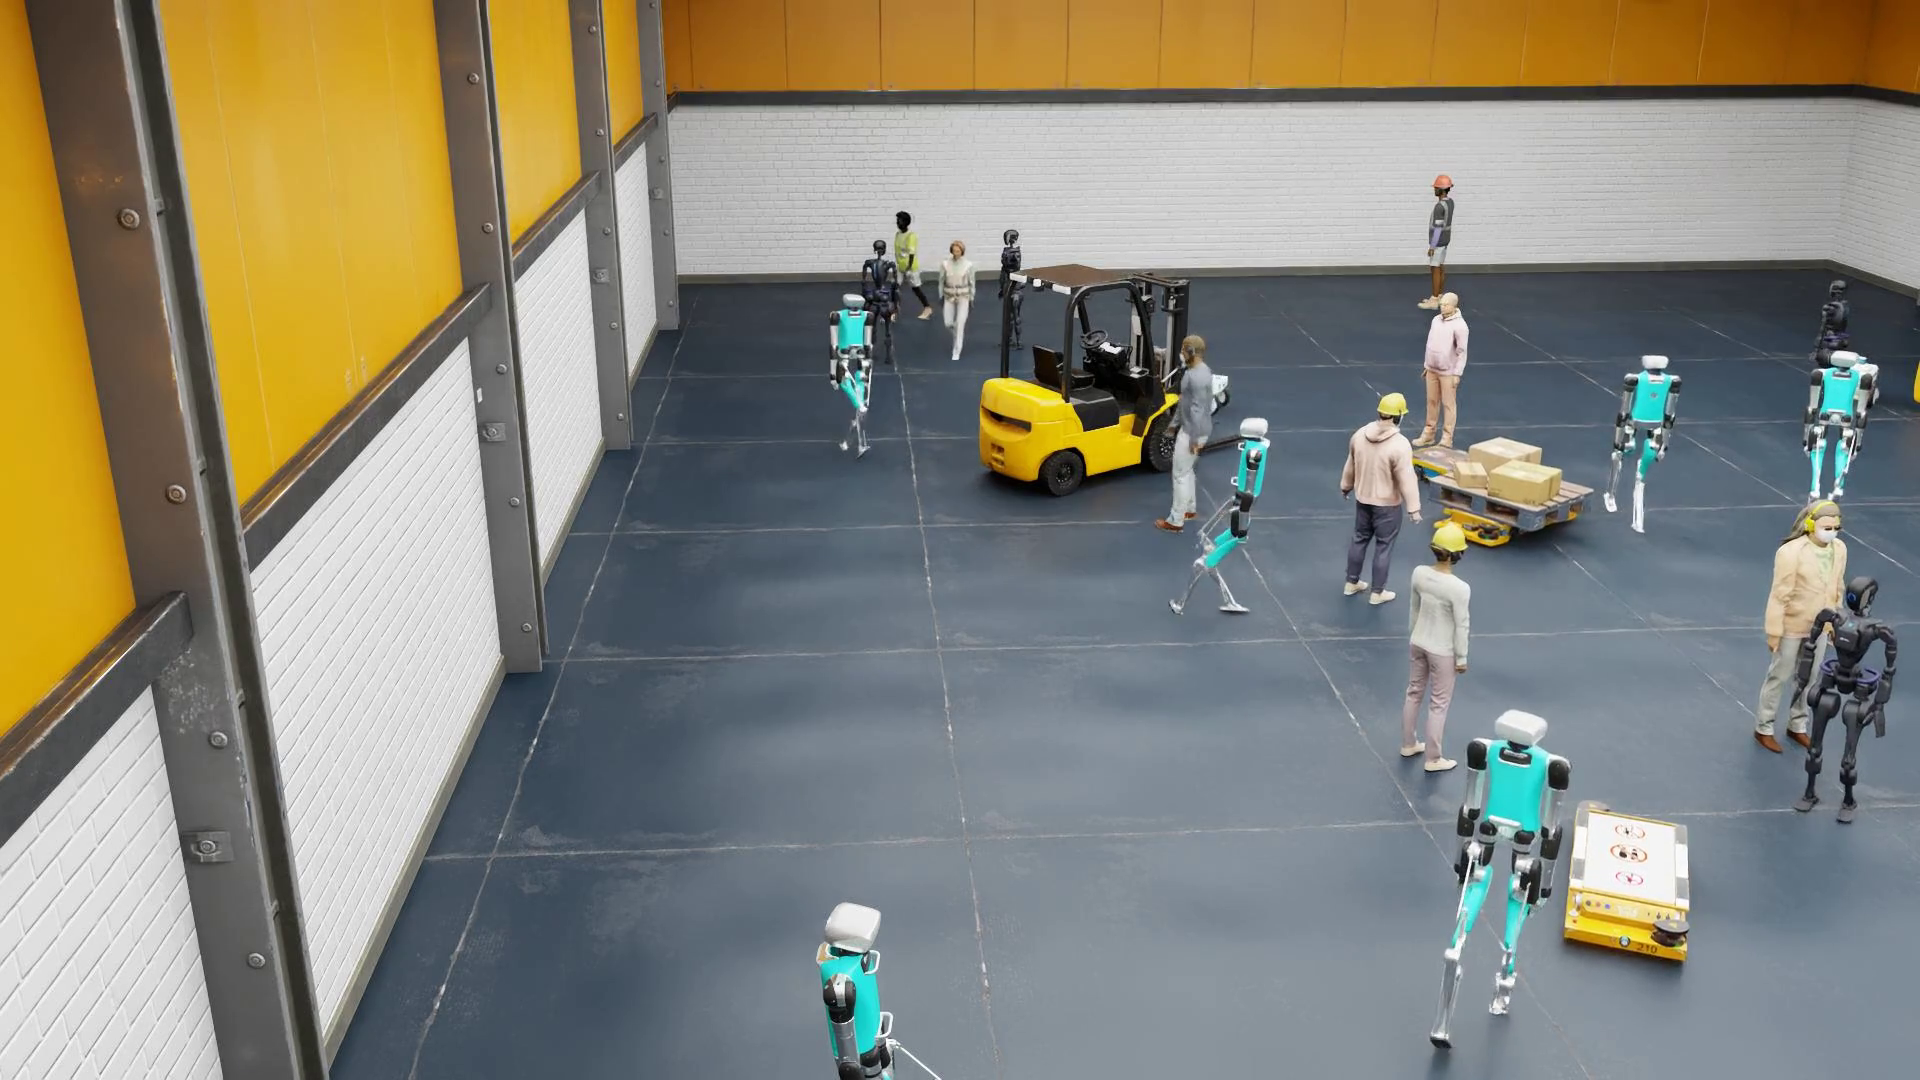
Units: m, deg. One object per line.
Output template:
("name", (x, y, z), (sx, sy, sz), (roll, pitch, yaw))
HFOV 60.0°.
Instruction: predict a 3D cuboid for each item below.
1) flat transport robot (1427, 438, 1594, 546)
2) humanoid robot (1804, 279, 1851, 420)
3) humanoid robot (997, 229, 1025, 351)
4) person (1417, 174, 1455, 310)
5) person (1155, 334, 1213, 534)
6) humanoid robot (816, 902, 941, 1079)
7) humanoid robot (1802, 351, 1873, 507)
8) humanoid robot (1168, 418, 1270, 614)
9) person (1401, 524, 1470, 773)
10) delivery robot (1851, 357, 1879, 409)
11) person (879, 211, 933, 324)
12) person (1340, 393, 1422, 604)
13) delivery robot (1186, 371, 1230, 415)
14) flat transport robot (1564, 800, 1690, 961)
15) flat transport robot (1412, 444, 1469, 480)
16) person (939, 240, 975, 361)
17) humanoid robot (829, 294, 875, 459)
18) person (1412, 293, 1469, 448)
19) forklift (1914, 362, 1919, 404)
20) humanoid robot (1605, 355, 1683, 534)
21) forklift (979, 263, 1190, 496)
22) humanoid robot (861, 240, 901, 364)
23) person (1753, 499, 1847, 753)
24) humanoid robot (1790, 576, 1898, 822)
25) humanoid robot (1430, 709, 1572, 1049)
("flat transport robot", (5.359, -0.240, 16.280), (1.431, 0.231, 0.659), (-15, 25, -35))
("humanoid robot", (10.375, -2.274, 19.801), (0.603, 1.638, 0.355), (-12, 23, -30))
("humanoid robot", (0.717, -3.465, 23.004), (0.315, 1.657, 0.599), (-8, 22, -20))
("person", (7.316, -4.564, 25.493), (0.368, 2.044, 0.607), (11, 23, 28))
("person", (2.210, -1.034, 16.107), (0.462, 1.901, 0.666), (3, 20, 8))
("humanoid robot", (-0.218, 2.302, 7.030), (0.735, 1.677, 0.533), (1, 20, 3))
("humanoid robot", (8.300, -0.816, 15.887), (0.548, 1.906, 0.715), (11, 23, 27))
("humanoid robot", (2.123, -0.149, 13.996), (0.862, 1.838, 0.558), (4, 21, 11))
("person", (3.290, 0.735, 11.464), (0.331, 1.761, 0.526), (-10, 23, -26))
("delivery robot", (11.085, -1.946, 20.533), (0.521, 0.607, 0.778), (14, 24, 33))
("person", (-0.768, -4.048, 24.633), (0.856, 1.655, 0.536), (-13, 24, -32))
("person", (3.588, -0.355, 14.297), (0.434, 1.853, 0.823), (-15, 25, -35))
("delivery robot", (2.904, -1.825, 20.212), (0.785, 0.614, 0.524), (9, 22, 23))
("flat transport robot", (4.047, 2.036, 10.079), (0.659, 0.231, 1.431), (8, 22, 20))
("flat transport robot", (5.297, -0.719, 17.585), (0.659, 0.231, 1.431), (-13, 24, -31))
("person", (-0.030, -3.279, 22.597), (0.511, 1.619, 0.566), (5, 21, 13))
("humanoid robot", (-1.064, -1.771, 18.349), (0.599, 1.753, 0.984), (-10, 22, -26))
("person", (5.396, -1.877, 18.543), (0.397, 1.782, 0.535), (-12, 23, -29))
("forklift", (12.602, -2.435, 19.475), (2.313, 2.155, 1.214), (-1, 20, -4))
("humanoid robot", (6.616, -1.006, 16.312), (0.533, 1.784, 1.003), (2, 20, 5))
("forklift", (1.315, -1.764, 17.646), (2.313, 2.155, 1.214), (-14, 24, -33))
("humanoid robot", (-1.057, -3.195, 22.274), (0.593, 1.650, 0.339), (9, 22, 24))
("person", (5.907, 0.593, 11.703), (0.565, 1.868, 0.405), (-5, 21, -13))
("humanoid robot", (5.737, 1.008, 10.820), (0.337, 1.650, 0.611), (-16, 25, -37))
("humanoid robot", (2.684, 1.841, 8.532), (0.549, 1.761, 1.022), (14, 24, 33))
